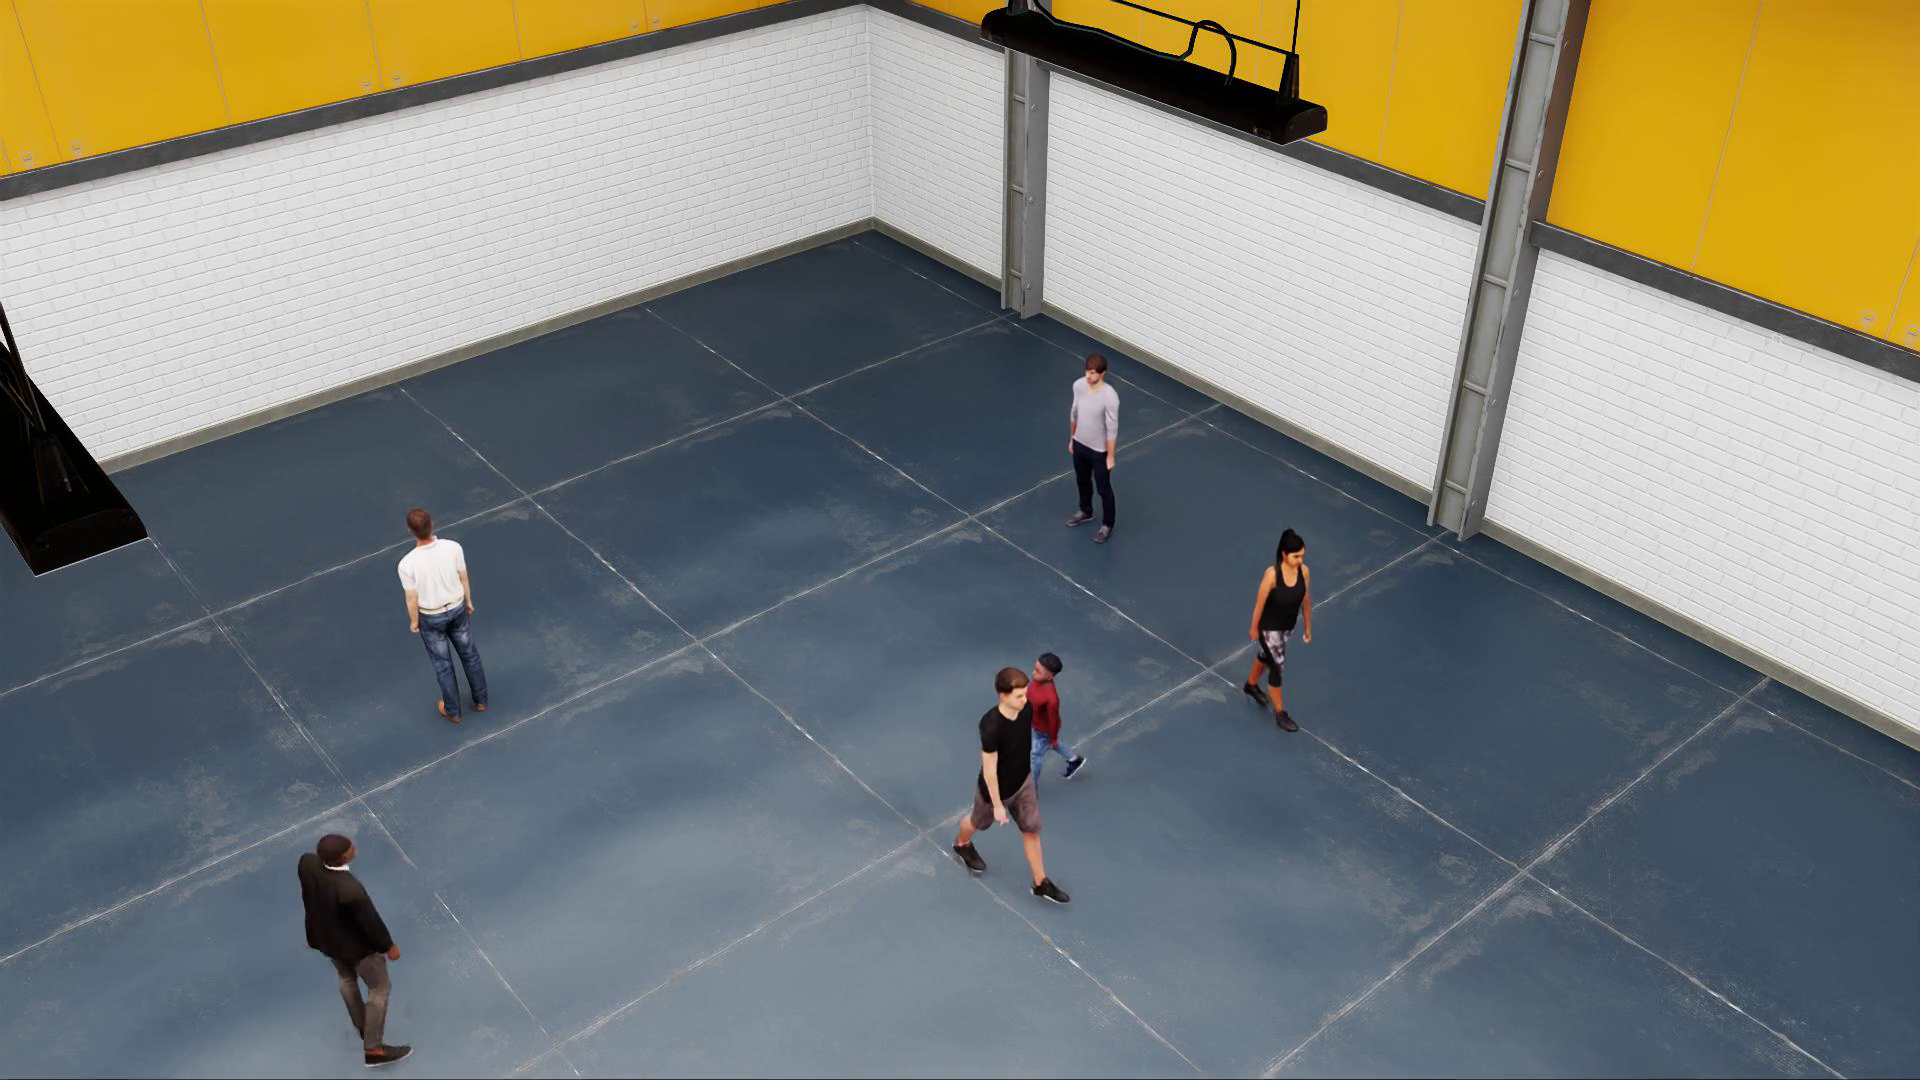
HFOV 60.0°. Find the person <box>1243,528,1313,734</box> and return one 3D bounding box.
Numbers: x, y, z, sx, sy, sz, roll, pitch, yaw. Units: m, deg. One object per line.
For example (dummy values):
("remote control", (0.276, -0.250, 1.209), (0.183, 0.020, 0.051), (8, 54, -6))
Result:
("person", (2.392, 0.594, 12.822), (0.643, 1.644, 0.939), (-19, 38, -27))

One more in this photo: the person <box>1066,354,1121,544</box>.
("person", (1.203, -0.853, 14.825), (0.723, 1.836, 0.494), (-26, 42, -33))

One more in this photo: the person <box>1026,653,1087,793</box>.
("person", (0.676, 1.312, 12.101), (0.810, 1.246, 0.843), (-5, 34, -8))

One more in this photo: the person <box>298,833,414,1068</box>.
("person", (-3.707, 2.390, 9.996), (0.743, 1.782, 0.904), (6, 34, 9))

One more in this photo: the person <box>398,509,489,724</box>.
("person", (-3.933, 0.575, 12.665), (0.663, 1.849, 0.566), (-23, 40, -30))

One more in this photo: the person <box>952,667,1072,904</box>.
("person", (0.224, 1.593, 11.163), (0.714, 1.817, 1.214), (-29, 43, -36))
